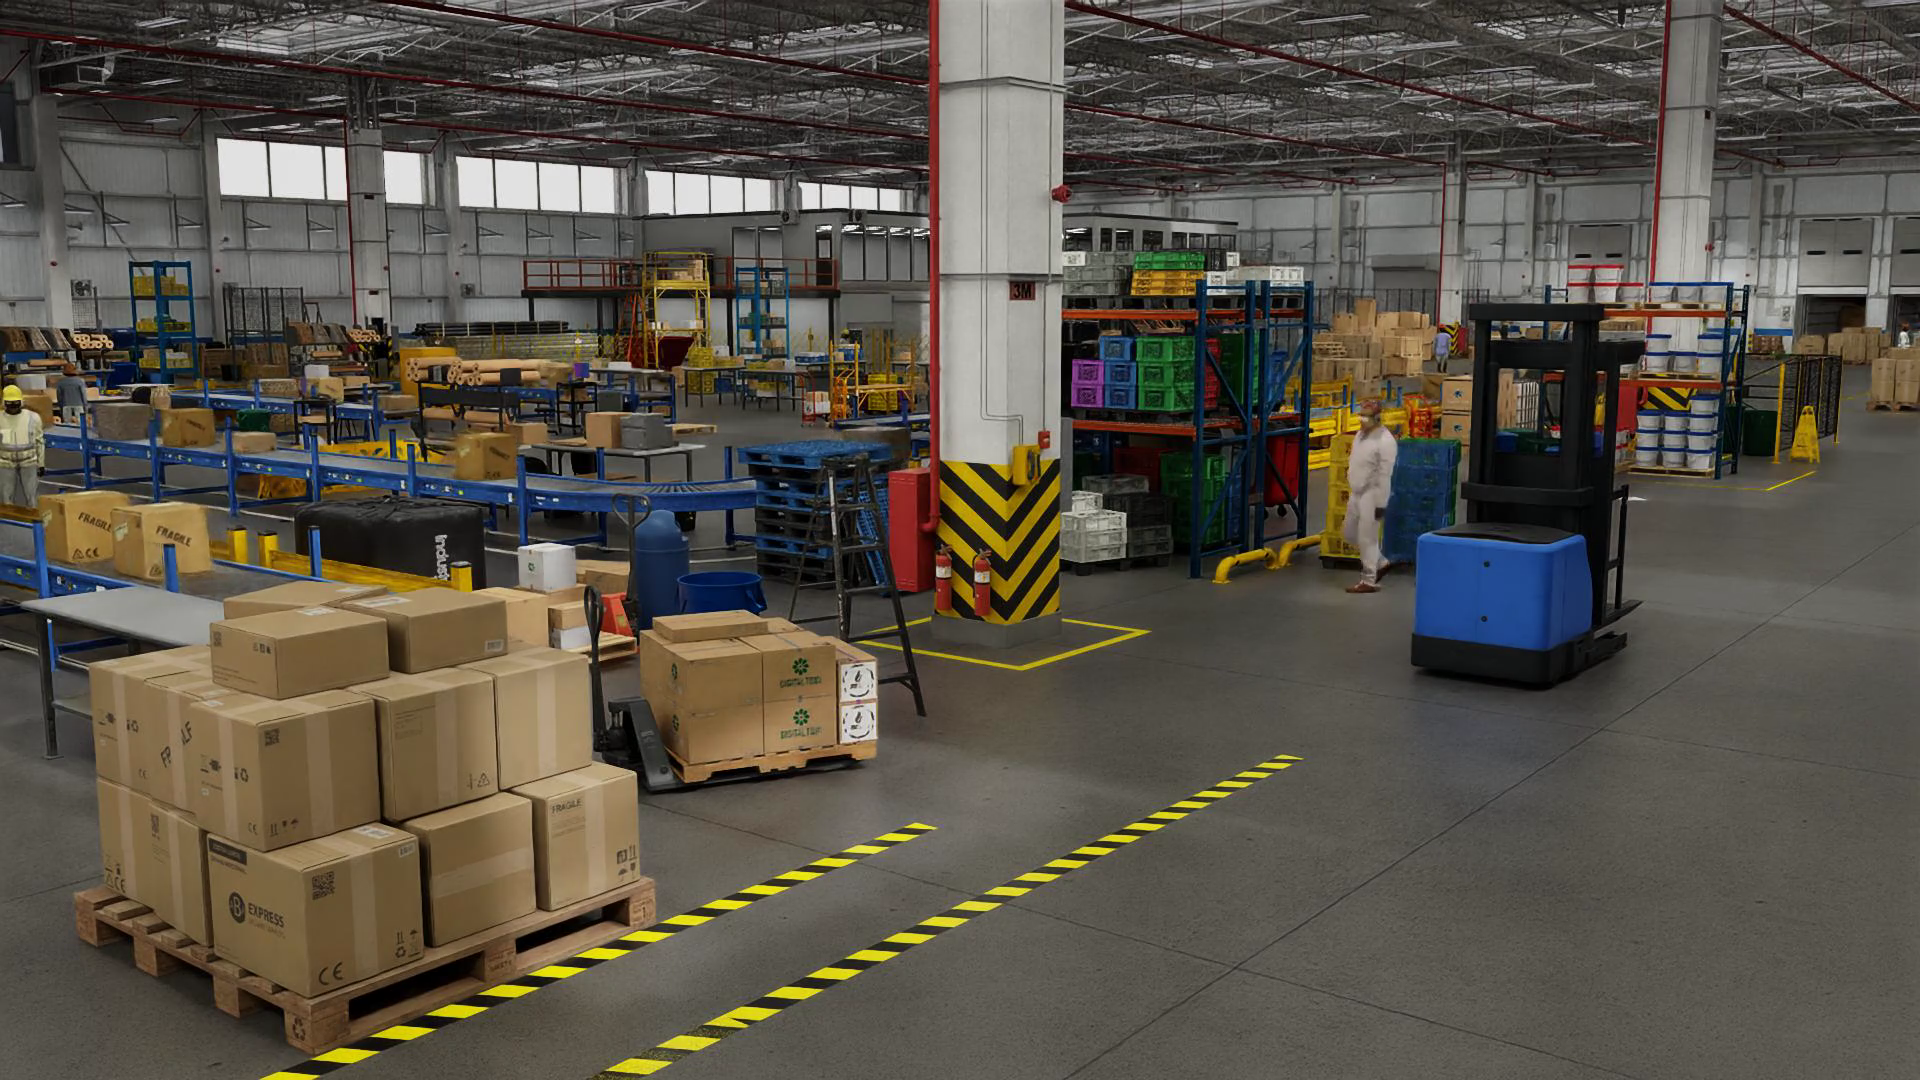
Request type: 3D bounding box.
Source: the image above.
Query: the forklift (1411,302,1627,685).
[{"bbox_3d":[4.379,-0.438,12.852,1.129,2.768,1.873,7,11,37],"label":"forklift"}]

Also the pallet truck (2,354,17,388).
[{"bbox_3d":[-24.881,-4.417,42.634,1.885,1.965,0.823,8,11,41],"label":"pallet truck"}]

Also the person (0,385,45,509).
[{"bbox_3d":[-11.115,-0.915,19.610,0.591,1.826,0.403,-5,10,-30],"label":"person"}]

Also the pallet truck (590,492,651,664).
[{"bbox_3d":[-3.115,0.344,12.883,0.653,1.274,1.630,7,11,37],"label":"pallet truck"}]

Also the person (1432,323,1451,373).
[{"bbox_3d":[15.808,-6.156,54.599,0.578,1.920,0.653,3,9,17],"label":"person"}]

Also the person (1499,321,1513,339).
[{"bbox_3d":[25.978,-9.736,79.155,0.556,1.794,0.930,0,8,0],"label":"person"}]

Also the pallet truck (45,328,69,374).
[{"bbox_3d":[-23.775,-4.544,43.495,1.885,1.965,0.823,6,10,35],"label":"pallet truck"}]

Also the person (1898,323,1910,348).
[{"bbox_3d":[32.248,-6.469,56.854,0.356,1.883,0.574,4,10,28],"label":"person"}]

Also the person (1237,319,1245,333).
[{"bbox_3d":[11.599,-8.222,68.540,0.399,1.928,0.542,3,9,22],"label":"person"}]

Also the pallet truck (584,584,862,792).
[{"bbox_3d":[-1.426,0.805,10.019,1.601,1.201,0.680,-4,9,-26],"label":"pallet truck"}]

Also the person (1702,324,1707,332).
[{"bbox_3d":[32.234,-8.737,72.447,0.782,1.800,0.434,5,10,29],"label":"person"}]

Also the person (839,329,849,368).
[{"bbox_3d":[-3.704,-5.927,53.696,0.311,1.736,0.483,5,10,30],"label":"person"}]

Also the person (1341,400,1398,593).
[{"bbox_3d":[3.947,-0.416,16.034,0.455,1.883,0.660,-2,9,-12],"label":"person"}]

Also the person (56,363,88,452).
[{"bbox_3d":[-16.232,-2.425,30.432,0.500,1.633,0.285,-2,9,-15],"label":"person"}]

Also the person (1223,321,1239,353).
[{"bbox_3d":[9.376,-6.582,57.429,0.609,1.940,1.030,0,8,0],"label":"person"}]

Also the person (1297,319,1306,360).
[{"bbox_3d":[14.502,-8.452,70.468,0.585,1.804,1.043,7,11,38],"label":"person"}]
